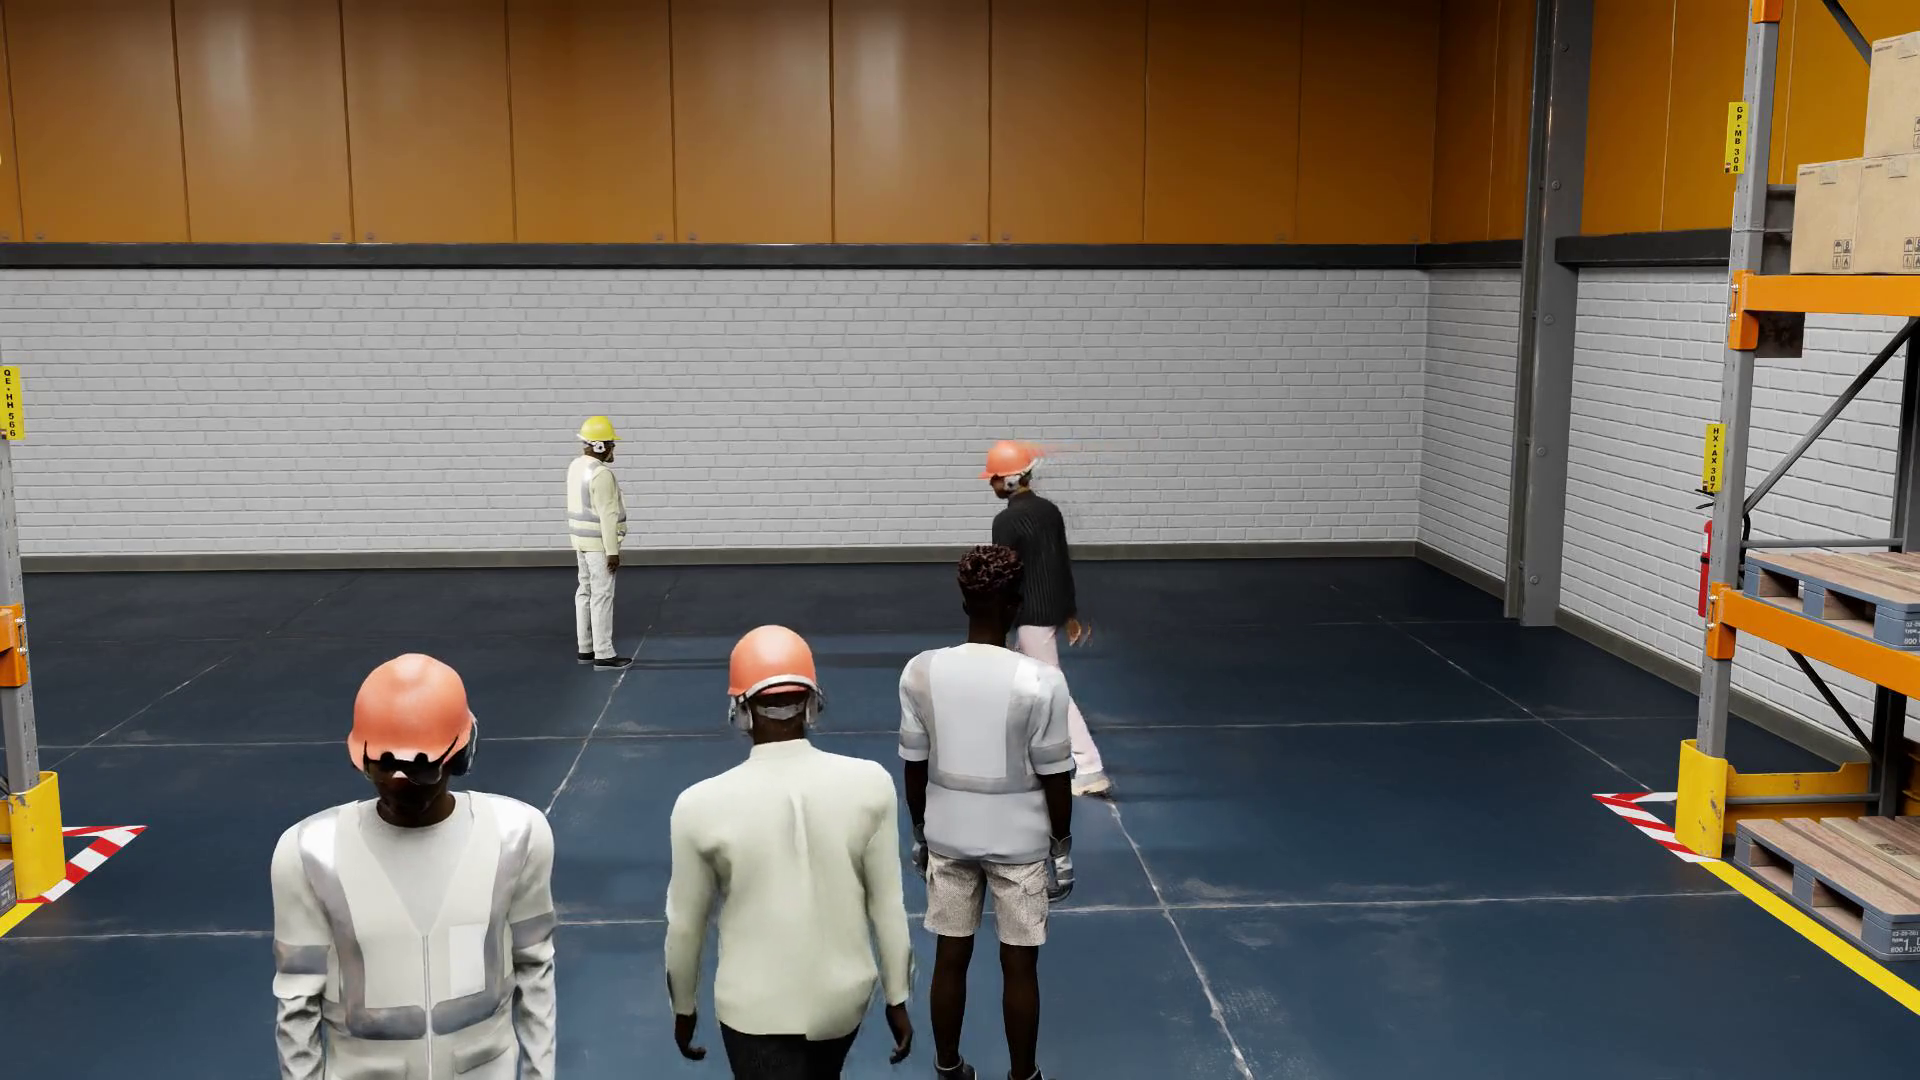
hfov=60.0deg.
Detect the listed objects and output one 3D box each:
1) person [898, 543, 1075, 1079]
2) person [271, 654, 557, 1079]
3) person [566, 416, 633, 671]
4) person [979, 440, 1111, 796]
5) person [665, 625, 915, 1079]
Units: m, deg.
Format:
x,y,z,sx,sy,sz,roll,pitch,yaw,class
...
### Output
x,y,z,sx,sy,sz,roll,pitch,yaw,class
0.098,0.982,5.524,0.607,1.966,0.367,4,10,22,person
-1.175,1.242,3.681,0.605,2.036,0.393,-4,10,-24,person
-2.601,0.024,11.995,0.404,1.818,0.600,-7,11,-36,person
0.426,0.422,9.163,1.054,1.933,0.660,5,10,28,person
-0.453,1.185,4.380,0.624,1.925,1.073,-4,10,-22,person
